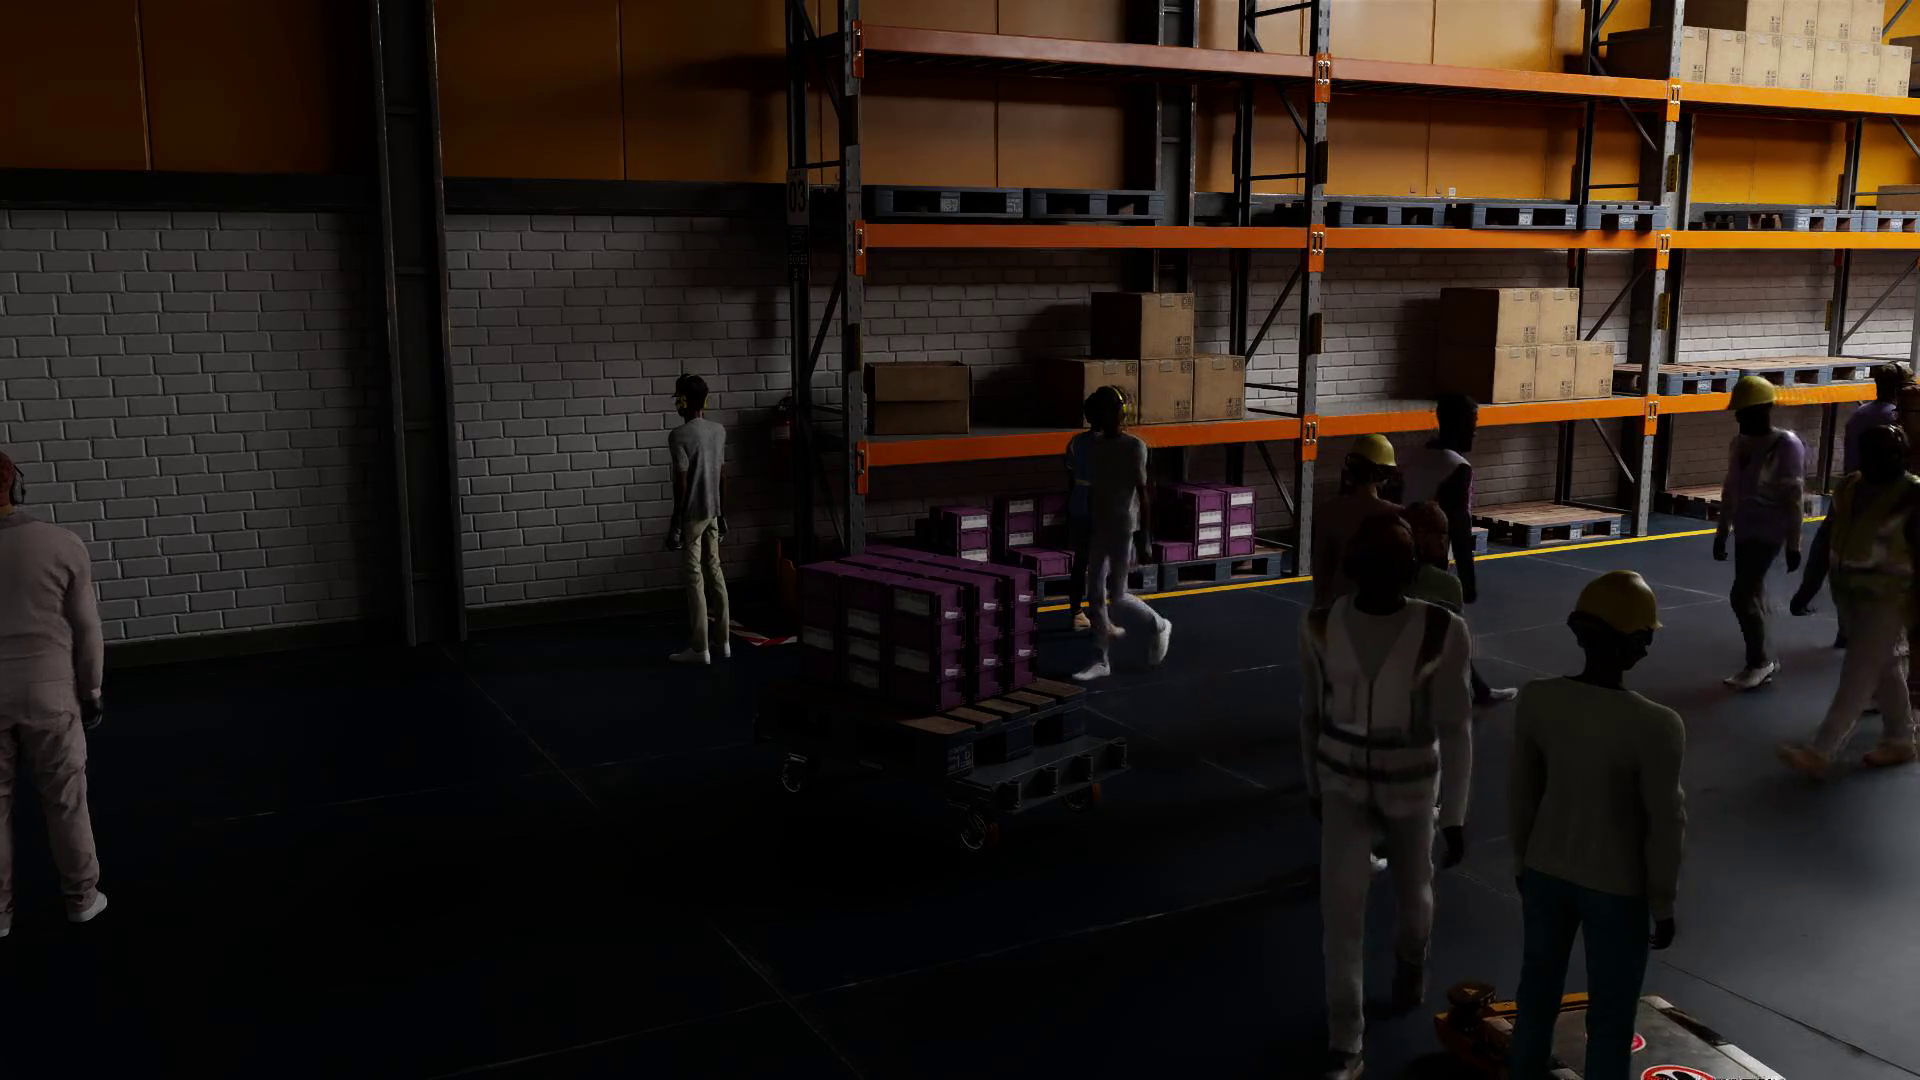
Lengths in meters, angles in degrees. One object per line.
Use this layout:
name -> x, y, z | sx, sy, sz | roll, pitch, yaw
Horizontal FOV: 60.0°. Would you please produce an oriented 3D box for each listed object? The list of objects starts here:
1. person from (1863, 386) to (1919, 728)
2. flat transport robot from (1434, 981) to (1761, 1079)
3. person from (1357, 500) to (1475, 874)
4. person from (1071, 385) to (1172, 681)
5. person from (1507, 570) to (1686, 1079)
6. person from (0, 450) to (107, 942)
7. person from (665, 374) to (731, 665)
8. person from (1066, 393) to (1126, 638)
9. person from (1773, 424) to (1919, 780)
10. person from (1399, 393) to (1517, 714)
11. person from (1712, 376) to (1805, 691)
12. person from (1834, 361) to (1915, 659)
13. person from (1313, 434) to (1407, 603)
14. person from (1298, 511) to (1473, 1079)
person -> 5.270, 0.093, 9.296 | 0.409, 1.907, 0.651 | -3, 10, -16
flat transport robot -> 2.079, 1.667, 4.939 | 0.652, 0.197, 1.431 | -3, 10, -15
person -> 1.968, 0.619, 7.160 | 0.862, 1.590, 0.500 | -7, 12, -33
person -> 0.996, -0.049, 10.310 | 0.643, 1.844, 0.516 | -7, 12, -36
person -> 1.798, 0.957, 4.724 | 0.331, 1.768, 0.526 | -7, 12, -36
person -> -3.648, 0.594, 6.413 | 0.642, 1.907, 0.410 | -5, 11, -28
person -> -1.695, -0.130, 10.696 | 0.309, 1.866, 0.535 | 6, 12, 31
person -> 0.934, -0.179, 11.450 | 0.319, 1.698, 0.538 | -6, 12, -32
person -> 4.553, 0.305, 8.412 | 0.992, 1.784, 0.638 | -2, 10, -11
person -> 2.695, 0.120, 9.259 | 1.019, 1.859, 0.604 | -1, 10, -6
person -> 4.774, -0.035, 10.029 | 0.486, 1.901, 0.608 | -2, 10, -9
person -> 6.022, -0.200, 10.888 | 0.372, 1.940, 0.630 | -1, 10, -6
person -> 1.989, 0.360, 8.178 | 0.523, 1.762, 0.328 | 7, 12, 36
person -> 1.402, 0.790, 5.475 | 0.584, 1.850, 0.952 | 5, 11, 25
